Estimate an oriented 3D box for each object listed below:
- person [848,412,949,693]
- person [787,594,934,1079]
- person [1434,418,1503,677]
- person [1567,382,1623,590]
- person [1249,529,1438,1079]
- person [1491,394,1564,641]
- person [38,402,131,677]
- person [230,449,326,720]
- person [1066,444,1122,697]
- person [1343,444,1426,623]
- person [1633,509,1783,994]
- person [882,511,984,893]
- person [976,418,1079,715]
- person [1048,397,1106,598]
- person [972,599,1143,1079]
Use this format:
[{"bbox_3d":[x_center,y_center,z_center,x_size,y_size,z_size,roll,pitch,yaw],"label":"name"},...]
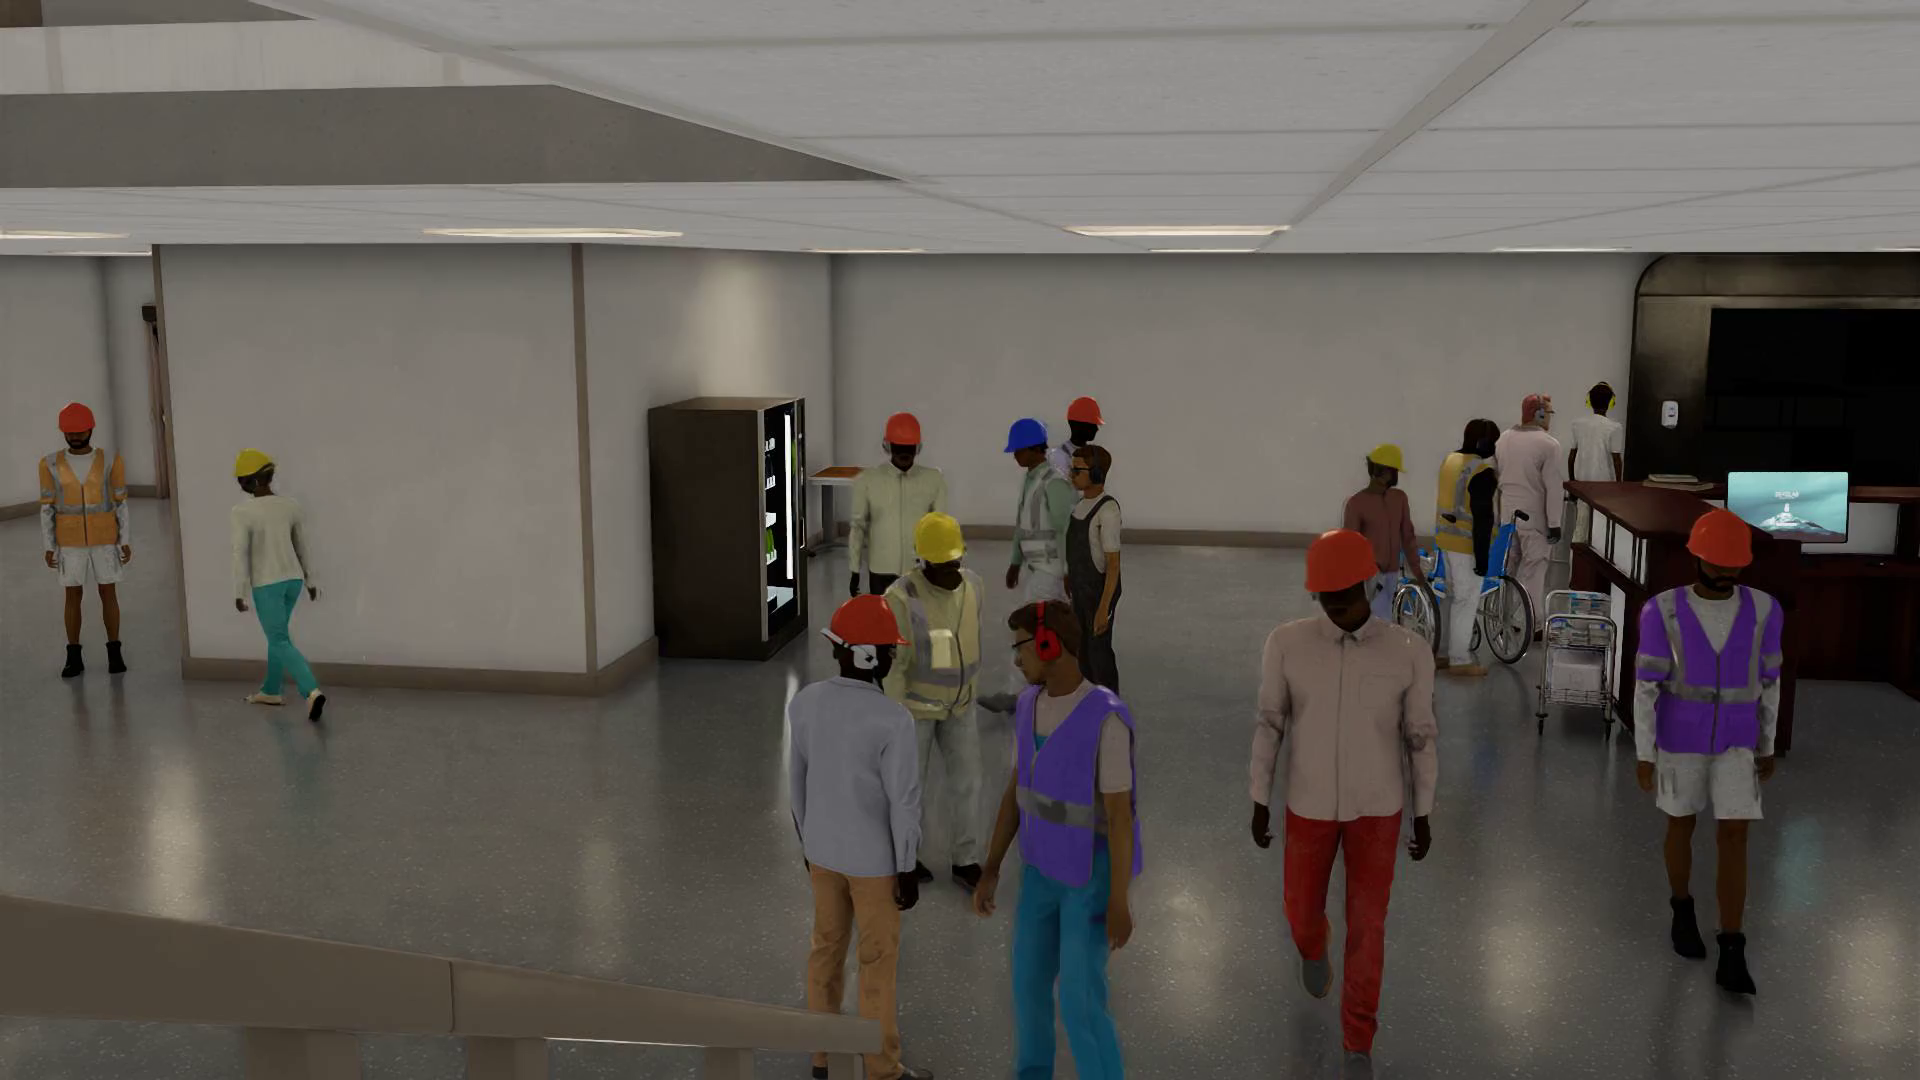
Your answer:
[{"bbox_3d":[-0.362,0.184,10.387,0.648,1.975,0.440,-2,9,-13],"label":"person"},{"bbox_3d":[-0.339,1.051,5.748,0.563,1.748,0.339,8,12,40],"label":"person"},{"bbox_3d":[3.566,0.055,11.693,0.433,1.830,0.650,-1,9,-9],"label":"person"},{"bbox_3d":[5.618,-0.459,14.684,0.316,1.875,0.531,-7,12,-38],"label":"person"},{"bbox_3d":[1.380,0.910,6.003,0.665,1.965,0.738,2,10,15],"label":"person"},{"bbox_3d":[4.403,-0.177,12.857,0.401,1.904,0.646,-5,10,-28],"label":"person"},{"bbox_3d":[-6.133,-0.002,11.682,0.552,1.932,0.377,-4,10,-25],"label":"person"},{"bbox_3d":[-4.331,0.276,10.631,0.852,1.721,0.563,5,10,27],"label":"person"},{"bbox_3d":[0.767,0.355,9.747,0.344,1.847,0.505,-3,10,-17],"label":"person"},{"bbox_3d":[2.802,0.196,11.197,0.513,1.698,0.915,-6,11,-34],"label":"person"},{"bbox_3d":[2.996,0.830,6.630,0.578,1.901,0.872,2,9,13],"label":"person"},{"bbox_3d":[-0.119,0.738,7.561,0.612,1.785,0.723,-7,11,-36],"label":"person"},{"bbox_3d":[0.438,0.169,10.696,0.869,1.903,0.616,-2,9,-12],"label":"person"},{"bbox_3d":[0.878,-0.092,12.265,0.390,1.928,0.550,8,12,39],"label":"person"},{"bbox_3d":[0.370,1.098,5.336,0.440,1.800,0.680,-6,11,-31],"label":"person"}]
